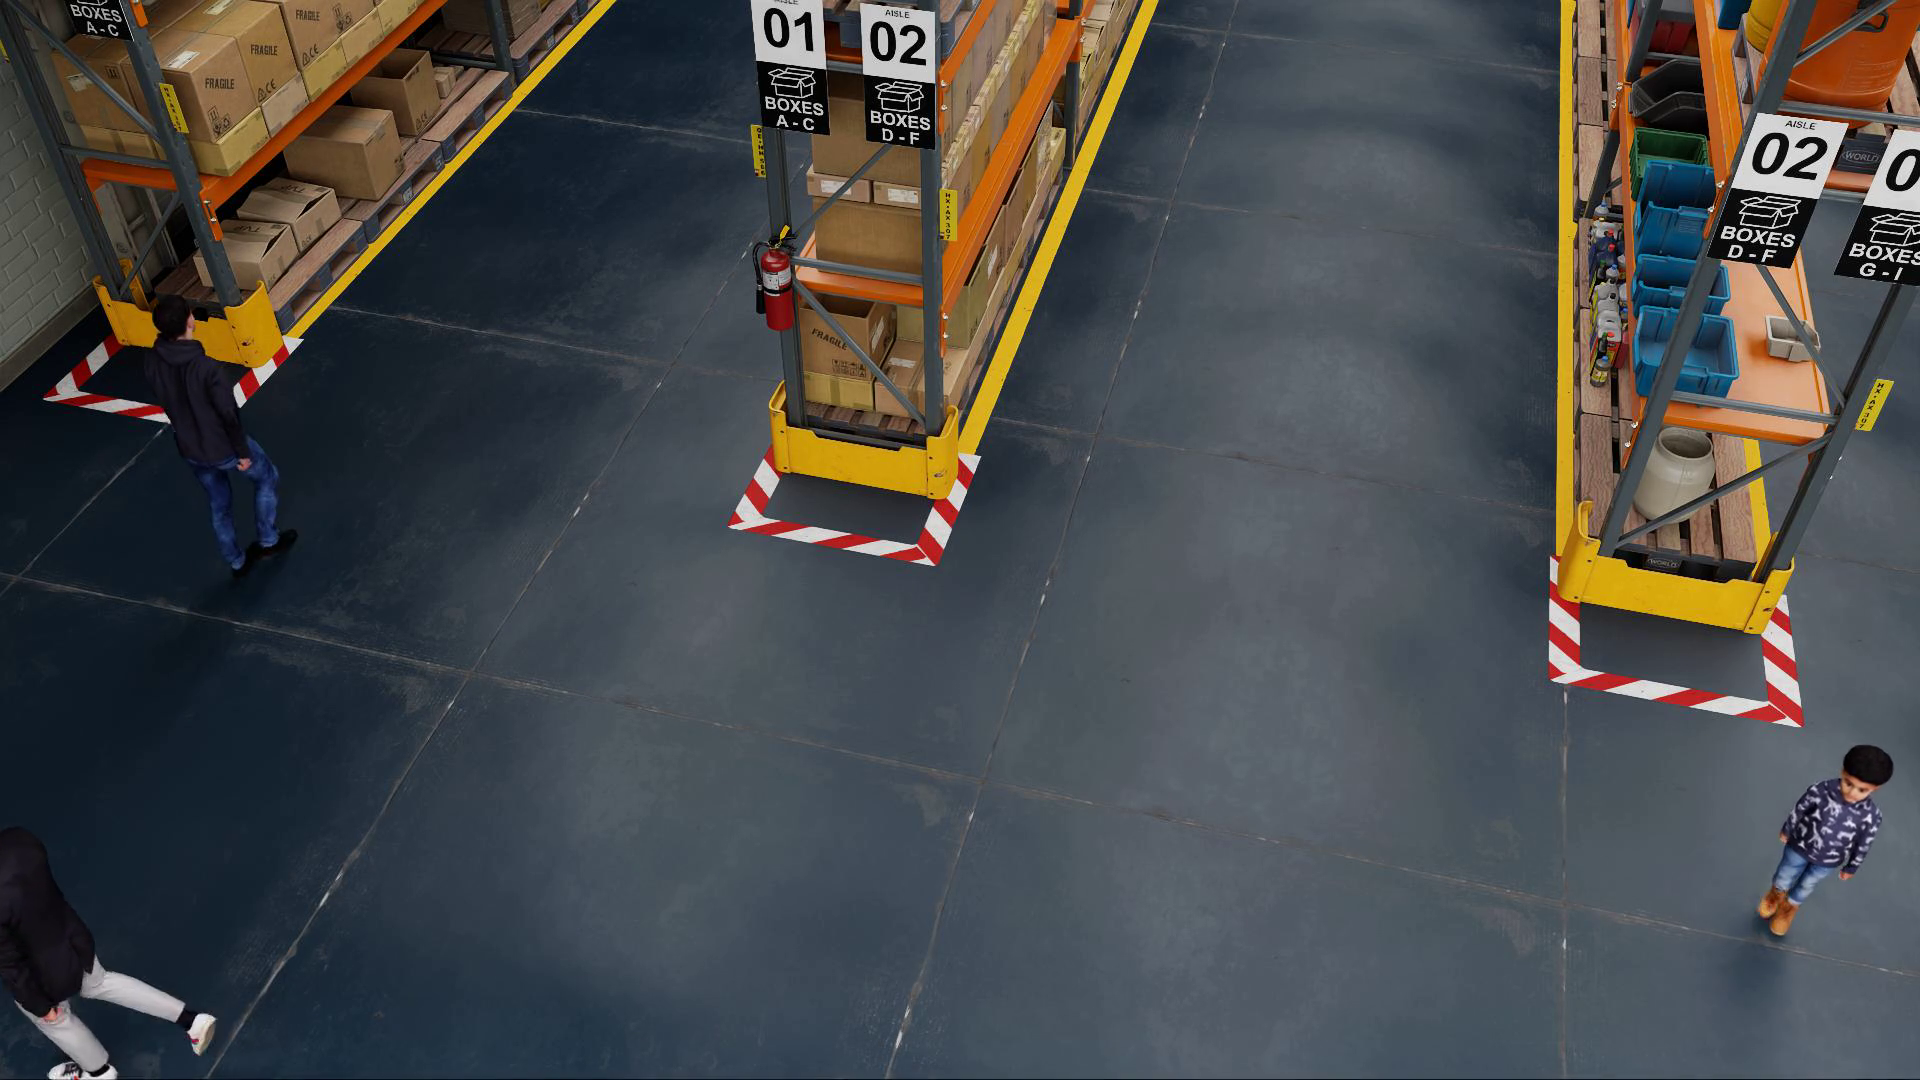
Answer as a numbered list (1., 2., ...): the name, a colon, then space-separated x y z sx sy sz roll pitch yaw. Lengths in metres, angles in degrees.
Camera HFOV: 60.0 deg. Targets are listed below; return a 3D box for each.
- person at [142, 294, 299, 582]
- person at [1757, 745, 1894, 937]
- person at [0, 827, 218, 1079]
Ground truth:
1. person: -4.267 -0.489 9.393 0.705 1.873 0.677 6 43 7
2. person: 4.078 1.387 7.844 0.562 1.245 0.570 25 48 24
3. person: -3.730 1.726 6.977 0.949 1.933 1.066 -1 43 -1
